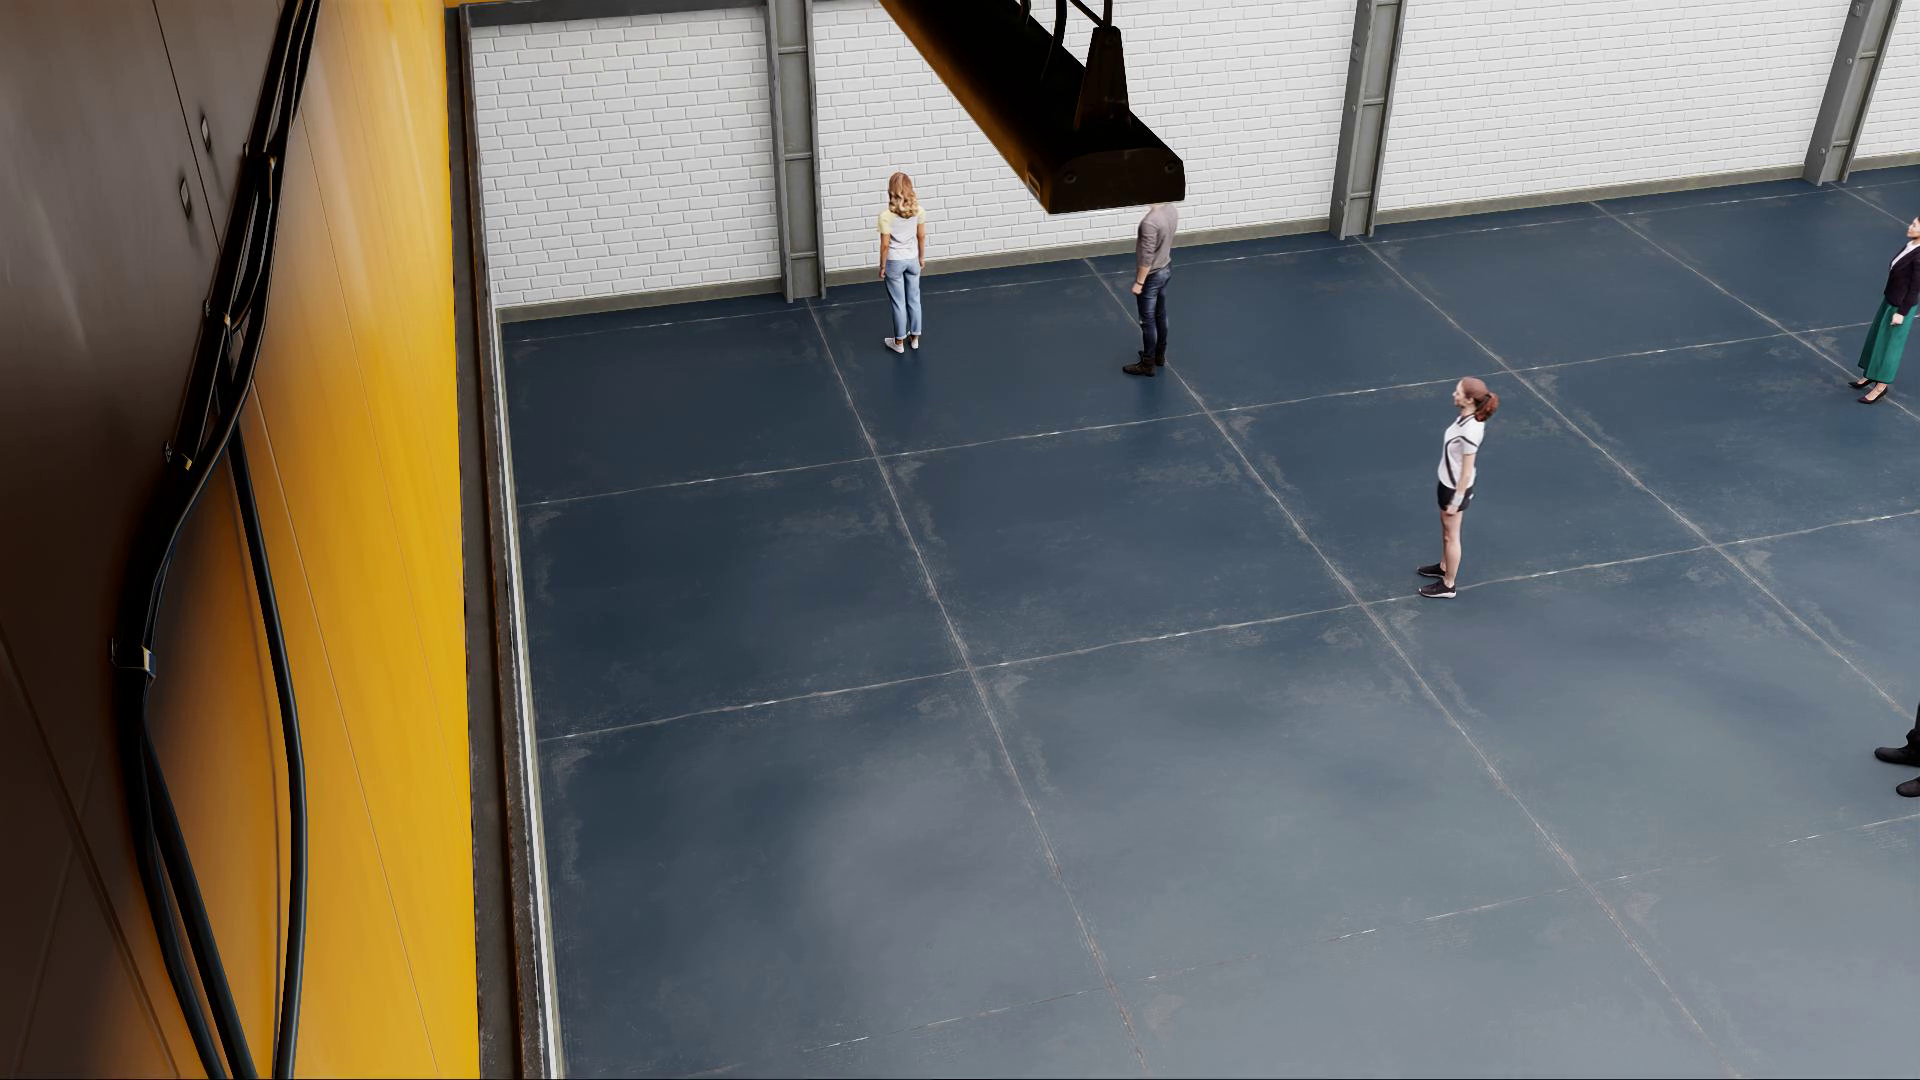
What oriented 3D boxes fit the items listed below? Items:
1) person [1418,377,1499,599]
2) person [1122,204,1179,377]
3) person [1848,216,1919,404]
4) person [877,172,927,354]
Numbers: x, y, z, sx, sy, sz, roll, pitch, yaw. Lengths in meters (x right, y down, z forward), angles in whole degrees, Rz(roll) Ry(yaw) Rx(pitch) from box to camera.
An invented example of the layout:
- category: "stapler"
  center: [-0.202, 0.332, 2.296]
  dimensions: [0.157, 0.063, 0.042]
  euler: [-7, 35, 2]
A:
- category: "person"
  center: [3.576, -0.383, 11.994]
  dimensions: [0.664, 1.750, 0.655]
  euler: [6, 34, 9]
- category: "person"
  center: [1.737, -2.380, 14.858]
  dimensions: [0.833, 1.905, 0.762]
  euler: [19, 38, 27]
- category: "person"
  center: [8.163, -2.025, 14.474]
  dimensions: [0.671, 1.740, 0.687]
  euler: [6, 34, 10]
- category: "person"
  center: [-0.529, -2.543, 15.268]
  dimensions: [0.570, 1.723, 0.741]
  euler: [-17, 37, -24]
